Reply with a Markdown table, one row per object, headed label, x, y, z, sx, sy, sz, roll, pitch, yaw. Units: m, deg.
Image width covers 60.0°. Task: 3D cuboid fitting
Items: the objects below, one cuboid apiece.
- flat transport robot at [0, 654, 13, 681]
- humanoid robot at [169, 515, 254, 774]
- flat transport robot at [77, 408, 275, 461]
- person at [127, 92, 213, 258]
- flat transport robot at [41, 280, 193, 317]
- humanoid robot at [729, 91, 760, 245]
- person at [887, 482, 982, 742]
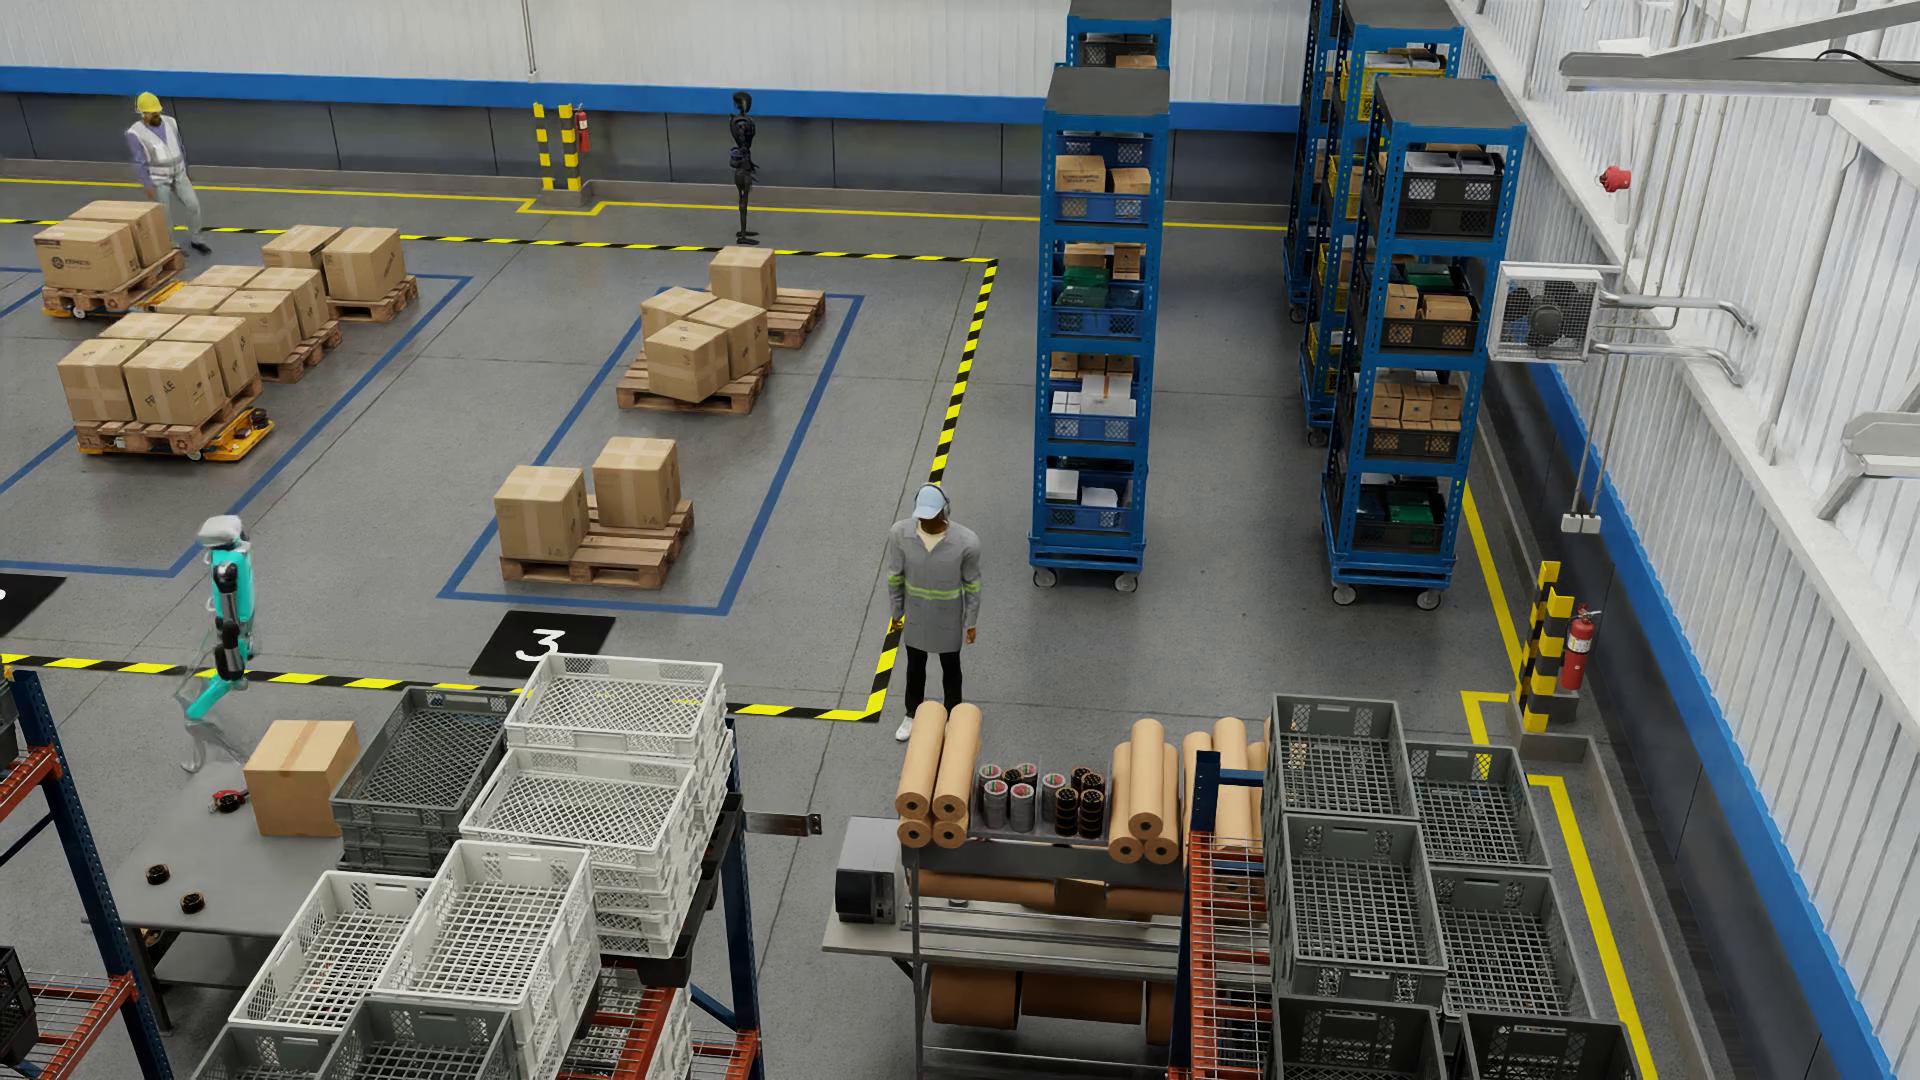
| label | x | y | z | sx | sy | sz | roll | pitch | yaw |
| --- | --- | --- | --- | --- | --- | --- | --- | --- | --- |
| flat transport robot | -7.142 | 0.969 | 11.010 | 1.431 | 0.231 | 0.659 | 3 | 30 | 6 |
| humanoid robot | -4.580 | 0.740 | 10.011 | 0.876 | 1.844 | 0.547 | -8 | 31 | -13 |
| flat transport robot | -6.728 | -0.944 | 14.268 | 1.431 | 0.197 | 0.652 | 3 | 30 | 6 |
| person | -8.448 | -3.879 | 17.800 | 0.623 | 1.809 | 0.614 | 19 | 35 | 29 |
| flat transport robot | -8.474 | -2.461 | 16.873 | 1.431 | 0.197 | 0.652 | 3 | 30 | 6 |
| humanoid robot | -2.373 | -4.120 | 18.337 | 0.315 | 1.655 | 0.599 | -2 | 30 | -3 |
| person | -0.168 | 0.466 | 10.299 | 0.589 | 1.852 | 0.397 | 7 | 31 | 12 |
